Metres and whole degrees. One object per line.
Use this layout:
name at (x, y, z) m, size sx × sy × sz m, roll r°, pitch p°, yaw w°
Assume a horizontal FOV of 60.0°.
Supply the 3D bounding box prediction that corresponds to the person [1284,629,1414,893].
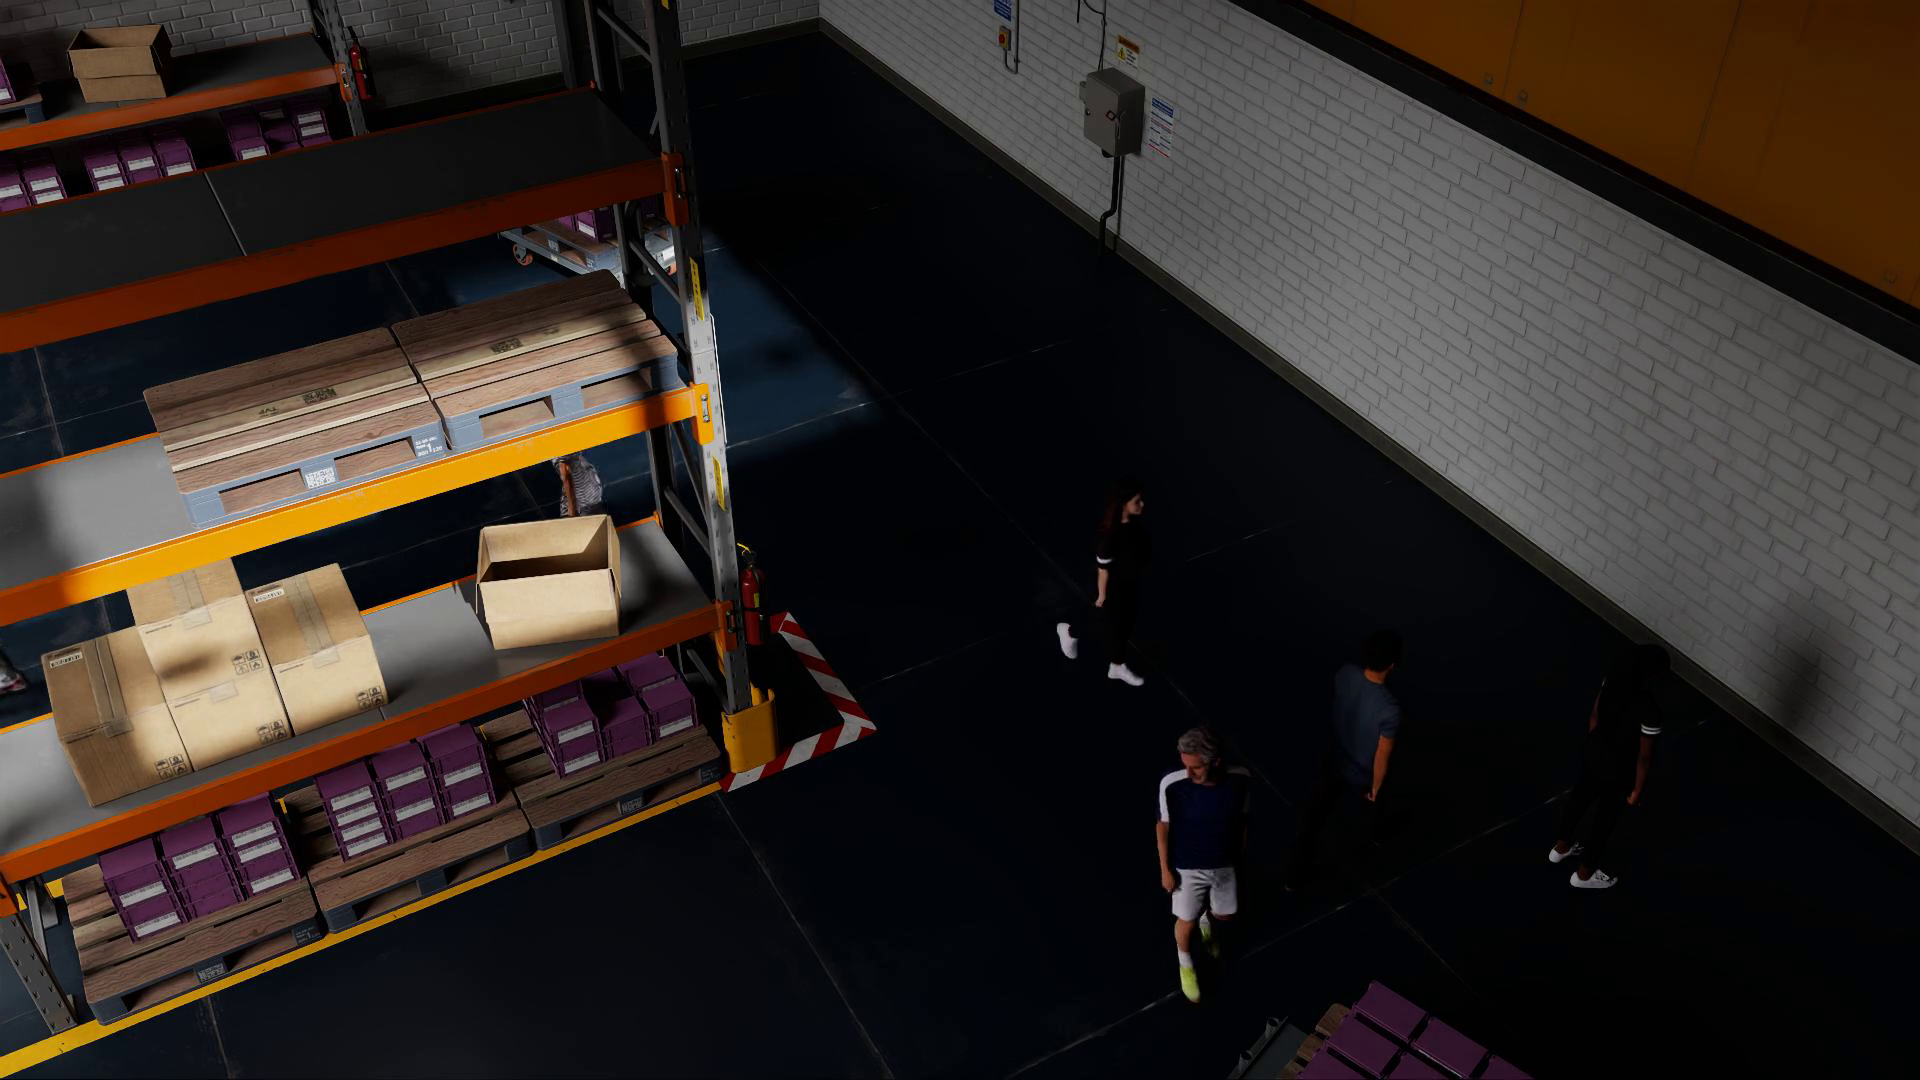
person at (2.103, 1.269, 9.186) m, size 1.193 × 1.757 × 0.758 m, roll -25°, pitch 45°, yaw -28°

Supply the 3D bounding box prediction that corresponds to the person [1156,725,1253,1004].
person at (1.240, 1.612, 8.722) m, size 0.838 × 1.801 × 0.883 m, roll -8°, pitch 39°, yaw -9°

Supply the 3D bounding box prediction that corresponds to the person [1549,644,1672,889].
person at (3.631, 1.238, 9.248) m, size 0.615 × 1.729 × 0.656 m, roll -11°, pitch 40°, yaw -14°

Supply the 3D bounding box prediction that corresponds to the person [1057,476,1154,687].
person at (0.937, 0.243, 10.575) m, size 0.908 × 1.628 × 0.916 m, roll 19°, pitch 42°, yaw 22°
